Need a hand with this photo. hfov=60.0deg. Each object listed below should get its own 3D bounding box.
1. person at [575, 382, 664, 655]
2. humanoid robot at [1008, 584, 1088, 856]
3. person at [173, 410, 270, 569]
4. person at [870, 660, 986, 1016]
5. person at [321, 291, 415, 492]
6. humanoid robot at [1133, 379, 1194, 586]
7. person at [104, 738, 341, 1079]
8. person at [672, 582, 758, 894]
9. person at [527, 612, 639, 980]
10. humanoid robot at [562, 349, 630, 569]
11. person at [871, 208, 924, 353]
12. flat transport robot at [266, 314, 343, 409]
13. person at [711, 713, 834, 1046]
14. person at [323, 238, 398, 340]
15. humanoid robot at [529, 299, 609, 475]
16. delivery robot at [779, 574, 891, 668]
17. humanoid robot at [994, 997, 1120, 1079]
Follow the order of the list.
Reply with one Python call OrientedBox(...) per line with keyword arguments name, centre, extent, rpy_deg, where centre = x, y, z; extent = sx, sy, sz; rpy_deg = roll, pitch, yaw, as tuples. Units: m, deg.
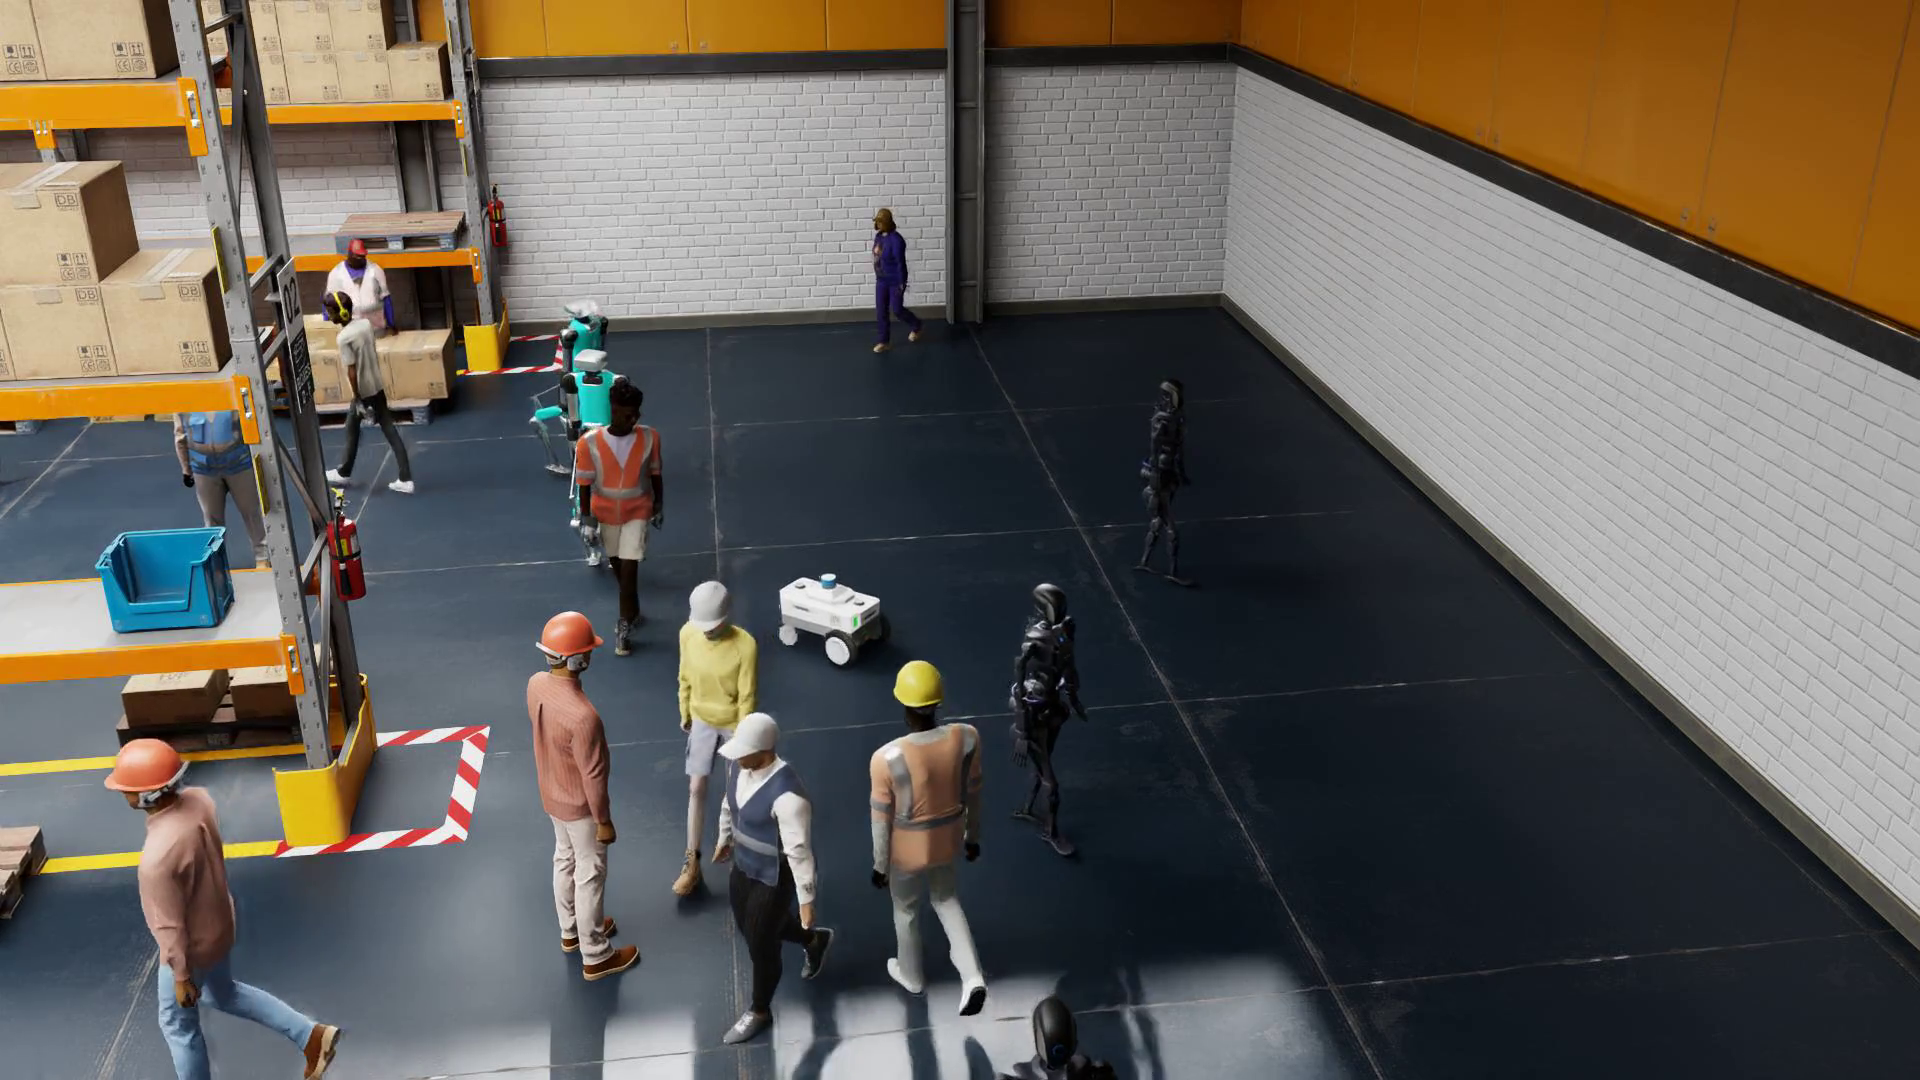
OrientedBox(name="person", centre=(-2.382, -0.173, 11.736), extent=(0.589, 1.920, 0.712), rpy_deg=(-1, 24, -3))
OrientedBox(name="humanoid robot", centre=(0.515, 0.983, 9.411), extent=(0.605, 1.639, 0.606), rpy_deg=(17, 29, 34))
OrientedBox(name="person", centre=(-5.640, -0.565, 12.748), extent=(0.632, 1.837, 0.431), rpy_deg=(-5, 24, -12))
OrientedBox(name="person", centre=(-0.144, 1.469, 8.014), extent=(0.590, 1.906, 0.675), rpy_deg=(-13, 27, -27))
OrientedBox(name="person", centre=(-5.214, -1.284, 14.387), extent=(0.931, 1.812, 0.549), rpy_deg=(8, 25, 18))
OrientedBox(name="humanoid robot", centre=(1.607, -0.459, 12.704), extent=(0.577, 1.643, 0.605), rpy_deg=(13, 27, 27))
OrientedBox(name="person", centre=(-3.303, 1.731, 7.348), extent=(0.772, 1.971, 0.624), rpy_deg=(-2, 24, -5))
OrientedBox(name="person", centre=(-1.359, 1.050, 9.075), extent=(0.533, 1.827, 0.915), rpy_deg=(6, 24, 12))
OrientedBox(name="person", centre=(-1.907, 1.278, 8.356), extent=(0.401, 1.986, 0.610), rpy_deg=(-18, 29, -35))
OrientedBox(name="humanoid robot", centre=(-2.818, -0.564, 12.722), extent=(0.532, 1.696, 0.720), rpy_deg=(5, 24, 11))
OrientedBox(name="person", centre=(-0.716, -2.859, 18.229), extent=(0.479, 1.609, 0.586), rpy_deg=(21, 31, 39))
OrientedBox(name="flat transport robot", centre=(-6.548, -1.493, 16.797), extent=(1.431, 0.231, 0.659), rpy_deg=(-3, 24, -7))
OrientedBox(name="person", centre=(-0.892, 1.573, 7.991), extent=(0.654, 1.734, 0.760), rpy_deg=(-19, 30, -36))
OrientedBox(name="person", centre=(-5.923, -2.121, 16.419), extent=(0.683, 1.729, 0.471), rpy_deg=(-10, 26, -22))
OrientedBox(name="humanoid robot", centre=(-3.461, -1.294, 14.543), extent=(0.995, 1.727, 0.549), rpy_deg=(13, 27, 26))
OrientedBox(name="delivery robot", centre=(-0.907, 0.537, 11.819), extent=(0.781, 0.595, 0.499), rpy_deg=(14, 27, 29))
OrientedBox(name="humanoid robot", centre=(0.321, 2.399, 6.201), extent=(0.589, 1.648, 0.551), rpy_deg=(-6, 24, -14))
